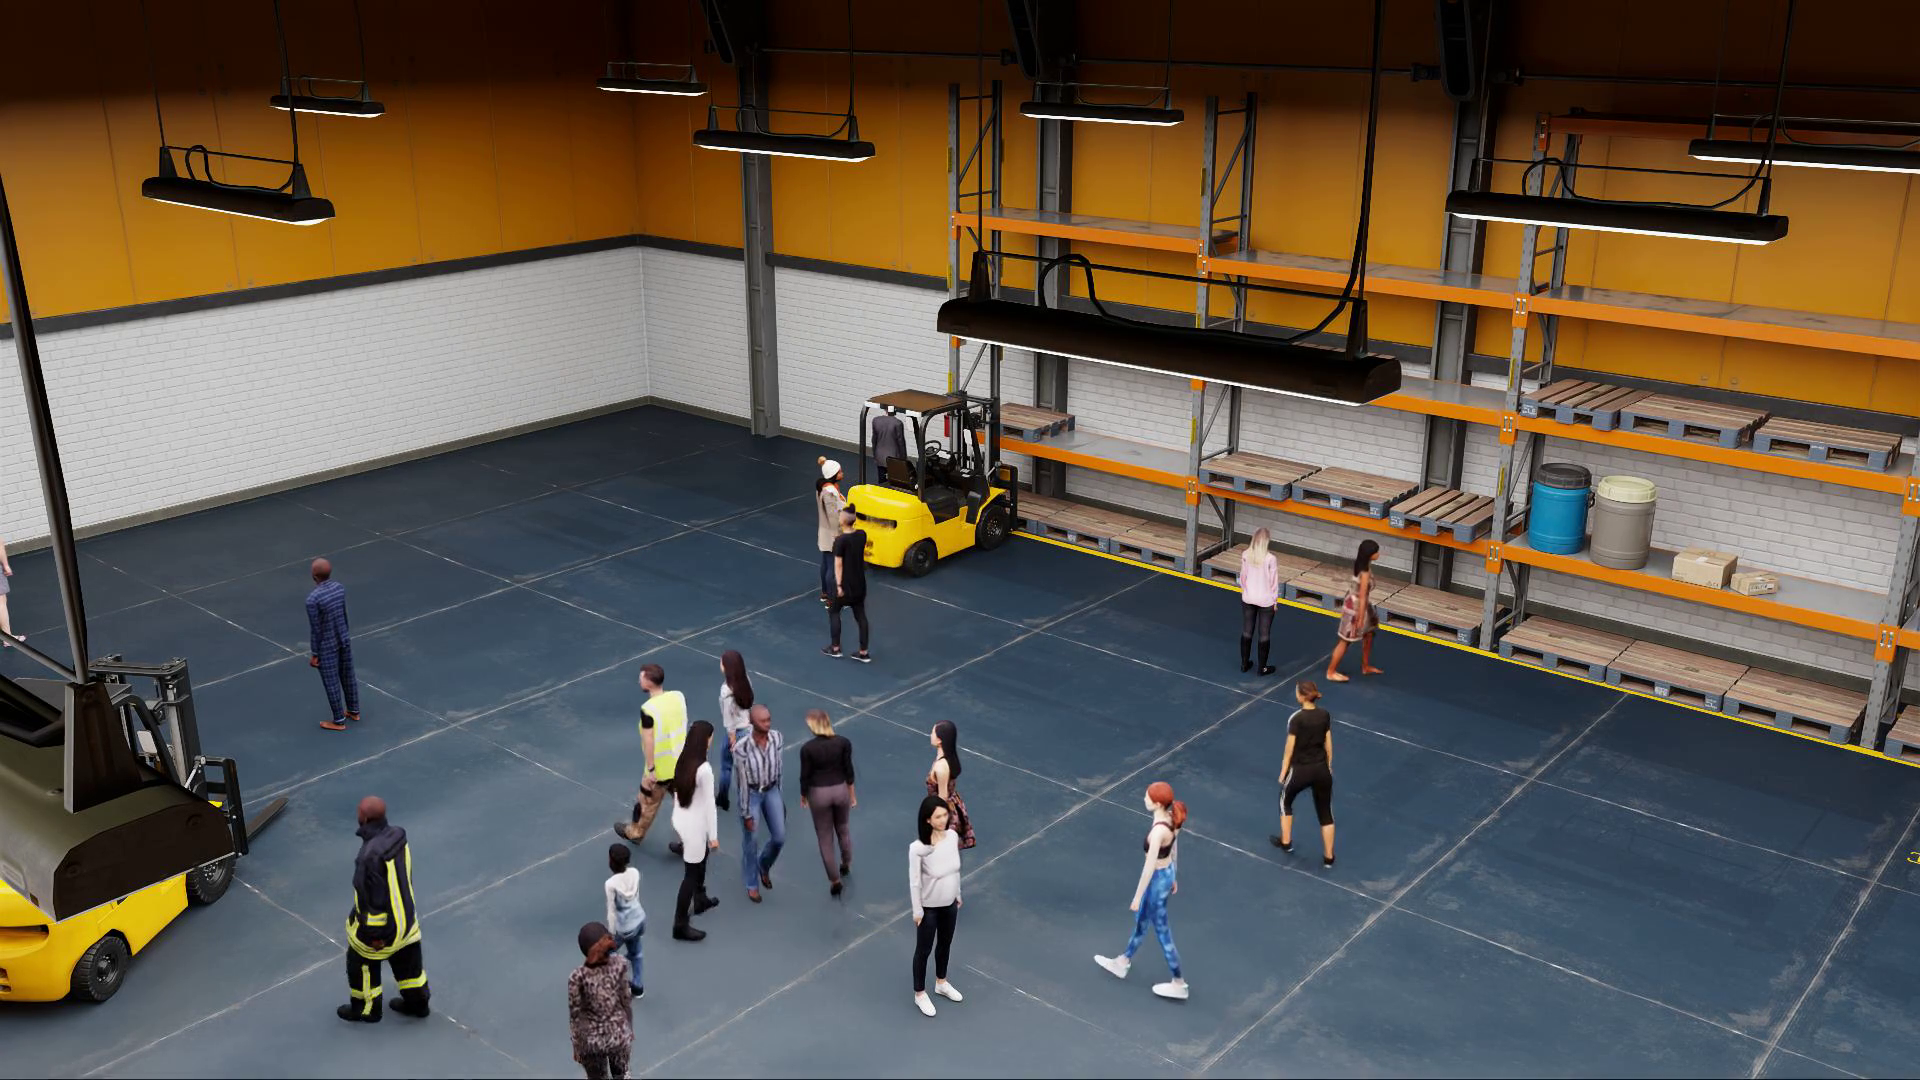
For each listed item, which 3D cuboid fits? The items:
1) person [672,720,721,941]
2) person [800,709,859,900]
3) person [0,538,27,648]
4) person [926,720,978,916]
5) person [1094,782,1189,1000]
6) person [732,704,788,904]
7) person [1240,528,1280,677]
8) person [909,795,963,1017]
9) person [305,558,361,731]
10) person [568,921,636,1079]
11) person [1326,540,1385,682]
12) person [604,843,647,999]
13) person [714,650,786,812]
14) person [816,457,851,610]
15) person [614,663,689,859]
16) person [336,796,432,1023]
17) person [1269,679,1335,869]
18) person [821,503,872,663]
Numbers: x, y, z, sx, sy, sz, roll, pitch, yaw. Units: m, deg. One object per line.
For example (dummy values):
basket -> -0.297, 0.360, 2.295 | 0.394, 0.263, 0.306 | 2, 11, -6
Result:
person -> -2.200, 2.313, 13.225 | 0.853, 1.763, 0.795 | -11, 21, -29
person -> -1.068, 2.210, 13.722 | 0.758, 1.640, 0.815 | -7, 20, -19
person -> -11.142, 0.331, 19.003 | 0.694, 1.832, 0.796 | 2, 19, 6
person -> -0.131, 2.255, 13.379 | 0.835, 1.775, 0.795 | 3, 19, 8
person -> 1.537, 2.624, 12.311 | 1.067, 1.758, 0.779 | 8, 20, 23
person -> -1.715, 2.137, 13.725 | 0.701, 1.777, 0.726 | -11, 22, -30
person -> 3.271, 0.664, 18.240 | 0.468, 1.688, 0.651 | 14, 23, 36
person -> -0.183, 2.664, 12.282 | 0.634, 1.701, 0.586 | -17, 25, -41
person -> -6.383, 1.040, 16.918 | 0.706, 1.818, 0.729 | 8, 20, 22
person -> -2.235, 3.223, 10.613 | 0.712, 1.705, 0.878 | -12, 22, -31
person -> 4.236, 0.771, 18.036 | 0.995, 1.614, 0.889 | 3, 19, 8
person -> -2.458, 2.866, 12.397 | 0.499, 1.244, 0.568 | -18, 25, -42
person -> -1.911, 1.789, 15.048 | 1.080, 1.592, 0.757 | 9, 20, 24
person -> -1.576, -0.108, 20.216 | 0.881, 1.891, 0.795 | -5, 19, -14
person -> -2.464, 1.947, 14.254 | 1.063, 1.800, 0.738 | 14, 23, 36
person -> -4.082, 2.685, 12.052 | 1.065, 1.808, 0.989 | 3, 19, 10
person -> 3.010, 2.023, 14.286 | 0.887, 1.636, 0.982 | -4, 19, -12
person -> -1.156, 0.488, 18.525 | 0.829, 1.840, 0.672 | 16, 24, 39
